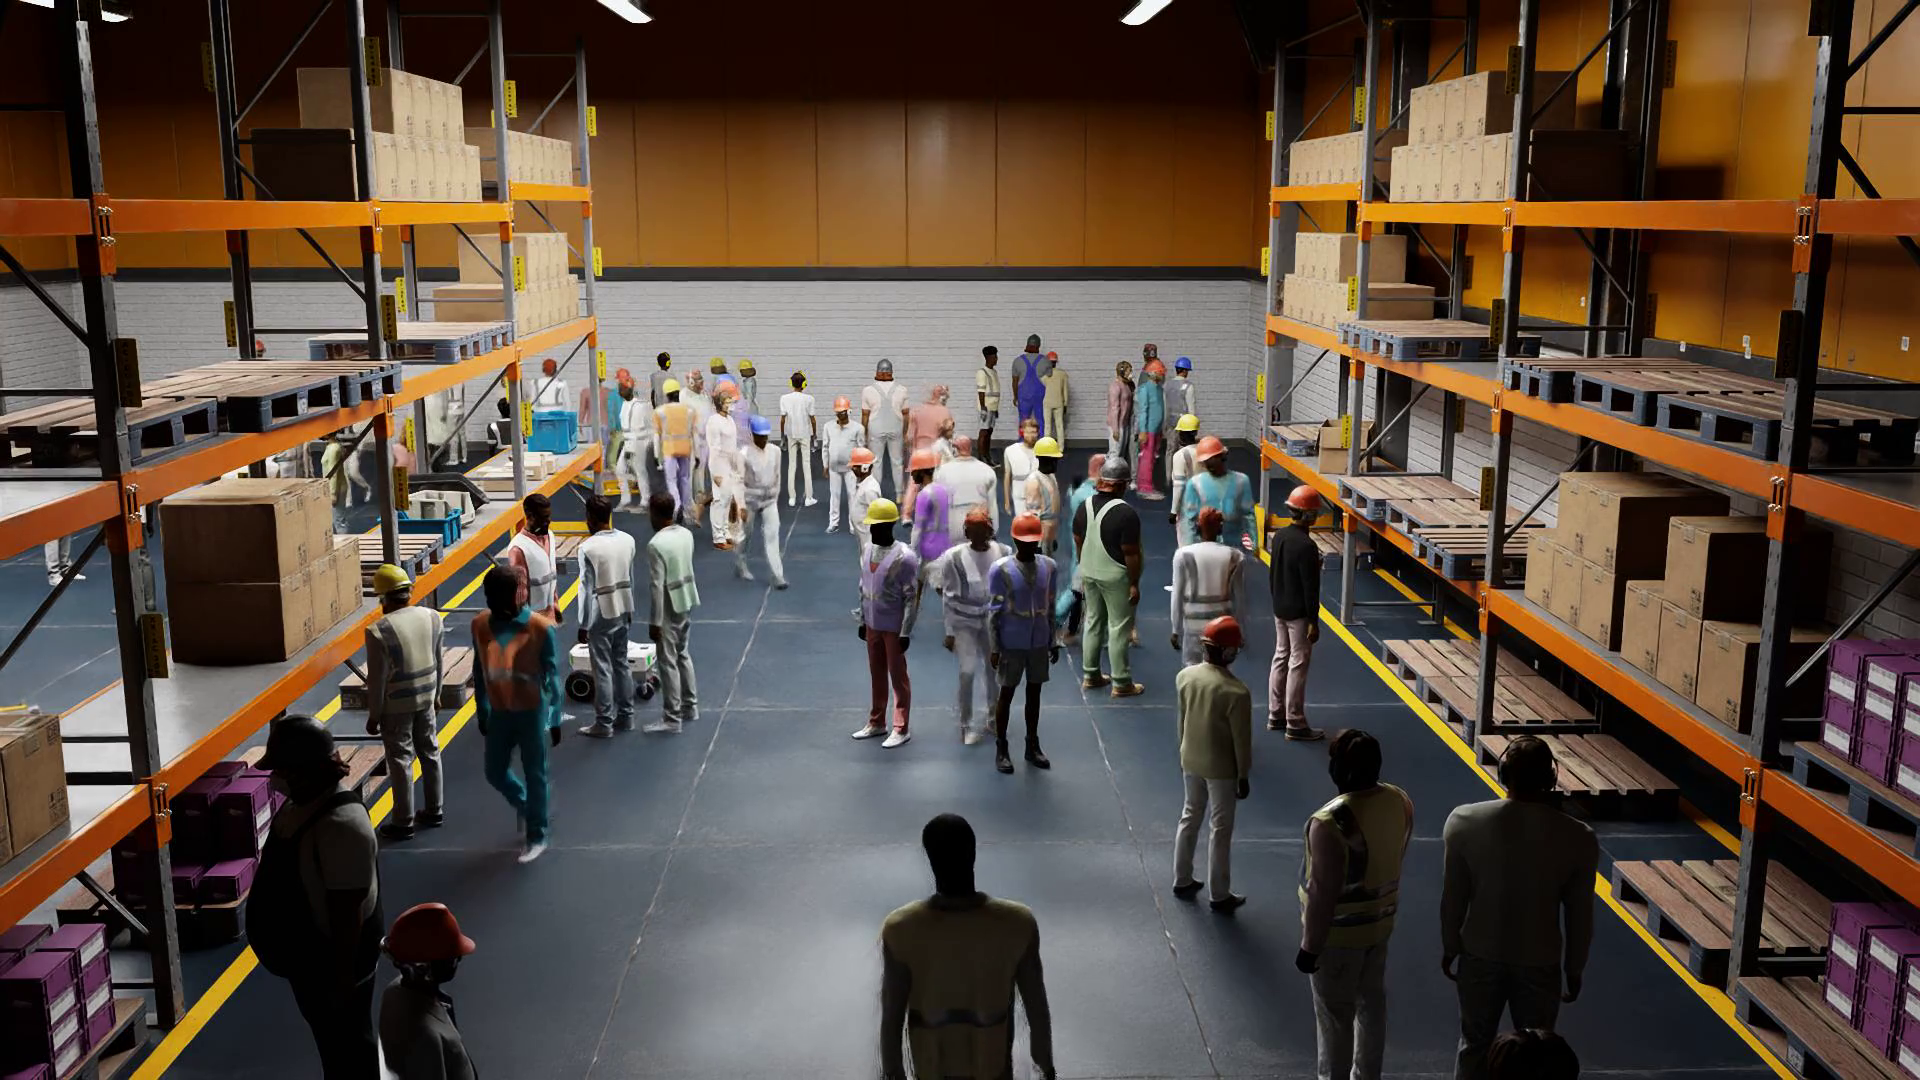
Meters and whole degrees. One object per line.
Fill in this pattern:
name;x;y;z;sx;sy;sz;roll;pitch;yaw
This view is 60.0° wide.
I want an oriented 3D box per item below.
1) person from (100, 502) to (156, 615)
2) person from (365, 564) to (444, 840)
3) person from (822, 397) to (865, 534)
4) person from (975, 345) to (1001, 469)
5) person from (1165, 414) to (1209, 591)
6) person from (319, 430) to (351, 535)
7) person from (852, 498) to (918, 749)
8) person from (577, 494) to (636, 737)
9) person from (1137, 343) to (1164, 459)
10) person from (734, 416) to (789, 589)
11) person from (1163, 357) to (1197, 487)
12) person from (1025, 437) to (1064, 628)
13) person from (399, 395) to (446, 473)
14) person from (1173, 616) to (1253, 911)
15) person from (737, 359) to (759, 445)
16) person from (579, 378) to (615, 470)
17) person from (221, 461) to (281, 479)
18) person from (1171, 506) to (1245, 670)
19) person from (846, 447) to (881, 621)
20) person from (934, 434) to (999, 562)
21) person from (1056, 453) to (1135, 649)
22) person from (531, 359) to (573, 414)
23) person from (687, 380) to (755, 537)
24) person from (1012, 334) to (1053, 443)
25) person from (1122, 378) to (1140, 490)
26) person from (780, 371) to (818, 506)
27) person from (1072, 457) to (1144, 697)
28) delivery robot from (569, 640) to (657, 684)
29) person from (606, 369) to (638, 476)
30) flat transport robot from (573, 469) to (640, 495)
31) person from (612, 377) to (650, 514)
person;-8.438;-0.146;16.854;0.372;1.843;0.570;7;13;32
person;-3.646;1.054;10.897;0.403;1.823;0.587;7;13;31
person;-1.485;-0.946;21.095;0.560;1.753;0.329;3;12;12
person;0.453;-2.102;26.365;0.368;1.963;0.600;4;12;21
person;2.445;-0.392;17.881;0.363;1.927;0.587;9;14;39
person;-7.208;-0.556;19.142;0.333;1.760;0.527;-3;12;-17
person;-0.575;0.629;12.765;0.586;1.928;0.365;11;16;44
person;-2.752;0.592;13.014;0.410;1.908;0.598;6;13;28
person;3.121;-2.283;27.417;0.408;1.906;0.654;-3;12;-14
person;-2.217;-0.425;18.158;0.622;1.888;1.019;-8;14;-33
person;3.252;-1.726;24.537;0.399;1.941;0.604;-10;15;-40
person;0.818;-0.045;16.142;0.370;1.927;0.588;4;12;18
person;-7.320;-1.348;22.666;1.052;1.940;0.629;-9;14;-38
person;1.511;1.305;9.848;0.364;1.741;0.561;-9;14;-37
person;-3.377;-2.017;26.519;0.323;1.737;0.484;0;11;-2
person;-5.470;-1.748;25.161;0.571;1.725;0.683;-3;12;-16
person;-7.199;-0.166;16.983;0.561;1.837;0.390;-6;13;-29
person;1.916;0.679;12.697;0.584;1.861;0.668;-2;11;-10
person;-0.957;-0.062;16.671;0.346;1.746;0.573;-2;11;-11
person;0.067;-0.106;16.592;0.675;1.881;0.594;-2;11;-8
person;1.191;0.133;15.528;0.946;1.895;0.648;-6;13;-28
person;-6.232;-1.851;25.450;0.598;1.831;1.008;1;11;4
person;-3.003;-1.004;20.769;0.748;2.003;0.618;-1;11;-4
person;1.221;-2.425;27.791;0.689;2.000;0.538;2;11;9
person;2.436;-1.604;24.461;0.322;1.728;0.488;-10;15;-41
person;-2.241;-1.407;23.120;0.534;1.868;0.309;1;11;5
person;1.315;0.298;14.137;0.537;2.000;0.689;-10;15;-40
delivery robot;-2.920;1.011;14.067;0.707;0.478;0.477;0;11;2
person;-5.138;-1.773;25.382;0.573;1.694;0.915;-9;15;-39
flat transport robot;-5.150;-0.860;24.400;0.652;0.197;1.431;-6;13;-29
person;-4.465;-1.258;22.384;0.656;1.860;0.572;-8;14;-35
